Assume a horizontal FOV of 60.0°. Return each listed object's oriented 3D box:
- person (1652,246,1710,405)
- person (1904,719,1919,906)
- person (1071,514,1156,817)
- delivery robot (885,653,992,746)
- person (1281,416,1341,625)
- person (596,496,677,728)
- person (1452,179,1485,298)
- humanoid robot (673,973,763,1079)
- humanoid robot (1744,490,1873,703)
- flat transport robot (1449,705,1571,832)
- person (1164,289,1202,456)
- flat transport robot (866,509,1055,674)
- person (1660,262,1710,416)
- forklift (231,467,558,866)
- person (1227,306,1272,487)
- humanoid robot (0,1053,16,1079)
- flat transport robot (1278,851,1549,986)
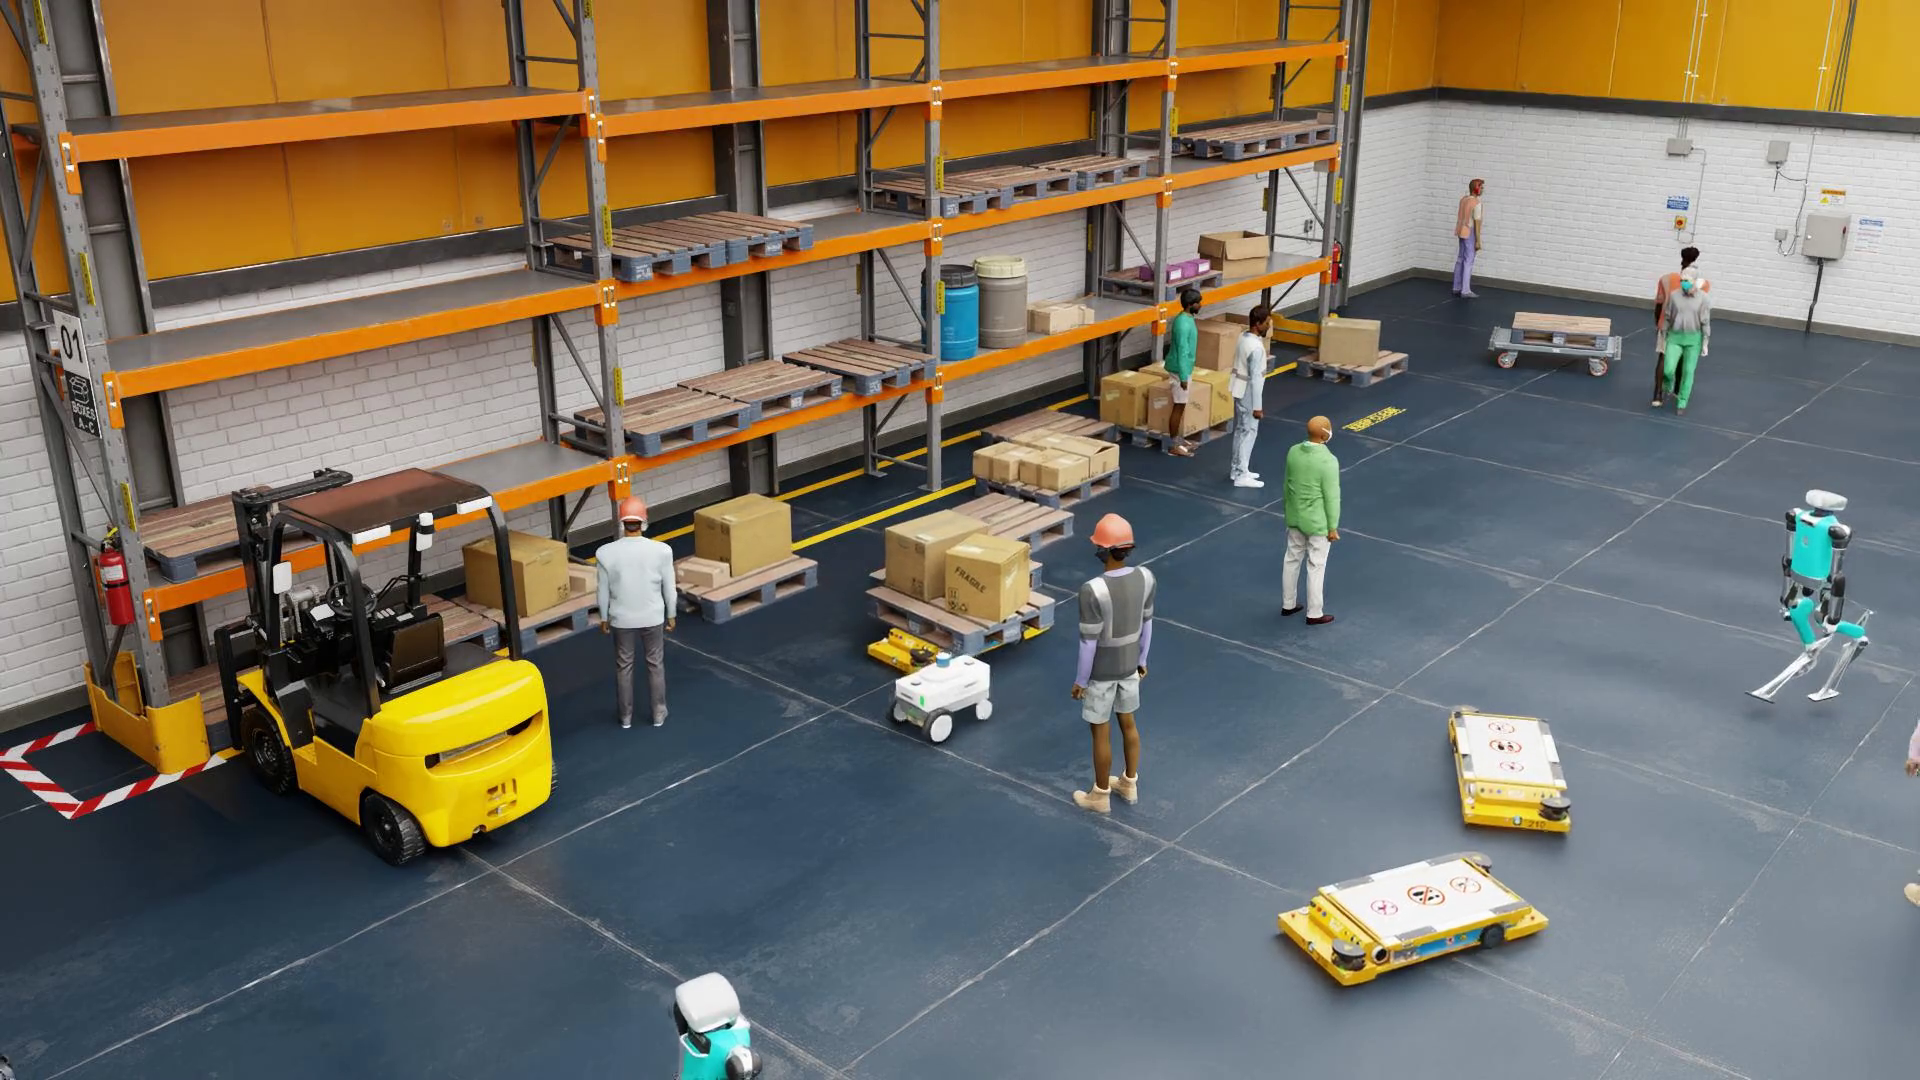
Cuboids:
[{"bbox_3d":[8.755,-2.615,20.307,0.617,1.893,0.991,12,23,30],"label":"person"},{"bbox_3d":[5.862,1.329,9.811,0.516,1.754,0.632,1,20,3],"label":"person"},{"bbox_3d":[0.967,0.808,10.805,0.614,2.041,0.380,-15,25,-34],"label":"person"},{"bbox_3d":[-0.123,1.110,12.117,0.775,0.585,0.499,-17,26,-39],"label":"delivery robot"},{"bbox_3d":[2.918,-0.167,13.817,0.384,1.782,0.550,-16,26,-37],"label":"person"},{"bbox_3d":[-2.324,0.524,12.011,0.572,1.738,0.351,-4,21,-11],"label":"person"},{"bbox_3d":[7.982,-4.738,26.113,0.378,1.842,0.568,-5,21,-13],"label":"person"},{"bbox_3d":[-1.102,2.554,6.512,0.935,1.758,0.544,-14,25,-34],"label":"humanoid robot"},{"bbox_3d":[6.322,0.458,12.170,0.985,1.736,0.546,-7,21,-18],"label":"humanoid robot"},{"bbox_3d":[3.733,1.544,11.367,0.659,0.231,1.431,4,21,11],"label":"flat transport robot"},{"bbox_3d":[2.441,-1.846,18.283,0.404,1.843,0.496,4,21,11],"label":"person"},{"bbox_3d":[-0.002,0.751,13.515,1.431,0.231,0.659,-18,27,-40],"label":"flat transport robot"},{"bbox_3d":[8.618,-2.395,19.772,0.553,1.833,0.434,9,22,24],"label":"person"},{"bbox_3d":[-3.730,0.710,10.856,2.313,2.155,1.214,17,26,38],"label":"forklift"},{"bbox_3d":[2.993,-1.484,17.213,0.414,1.906,0.601,-2,20,-5],"label":"person"},{"bbox_3d":[-3.872,2.545,6.619,0.611,1.641,0.375,8,22,22],"label":"humanoid robot"},{"bbox_3d":[2.632,2.179,9.647,1.431,0.231,0.659,-9,22,-22],"label":"flat transport robot"}]
